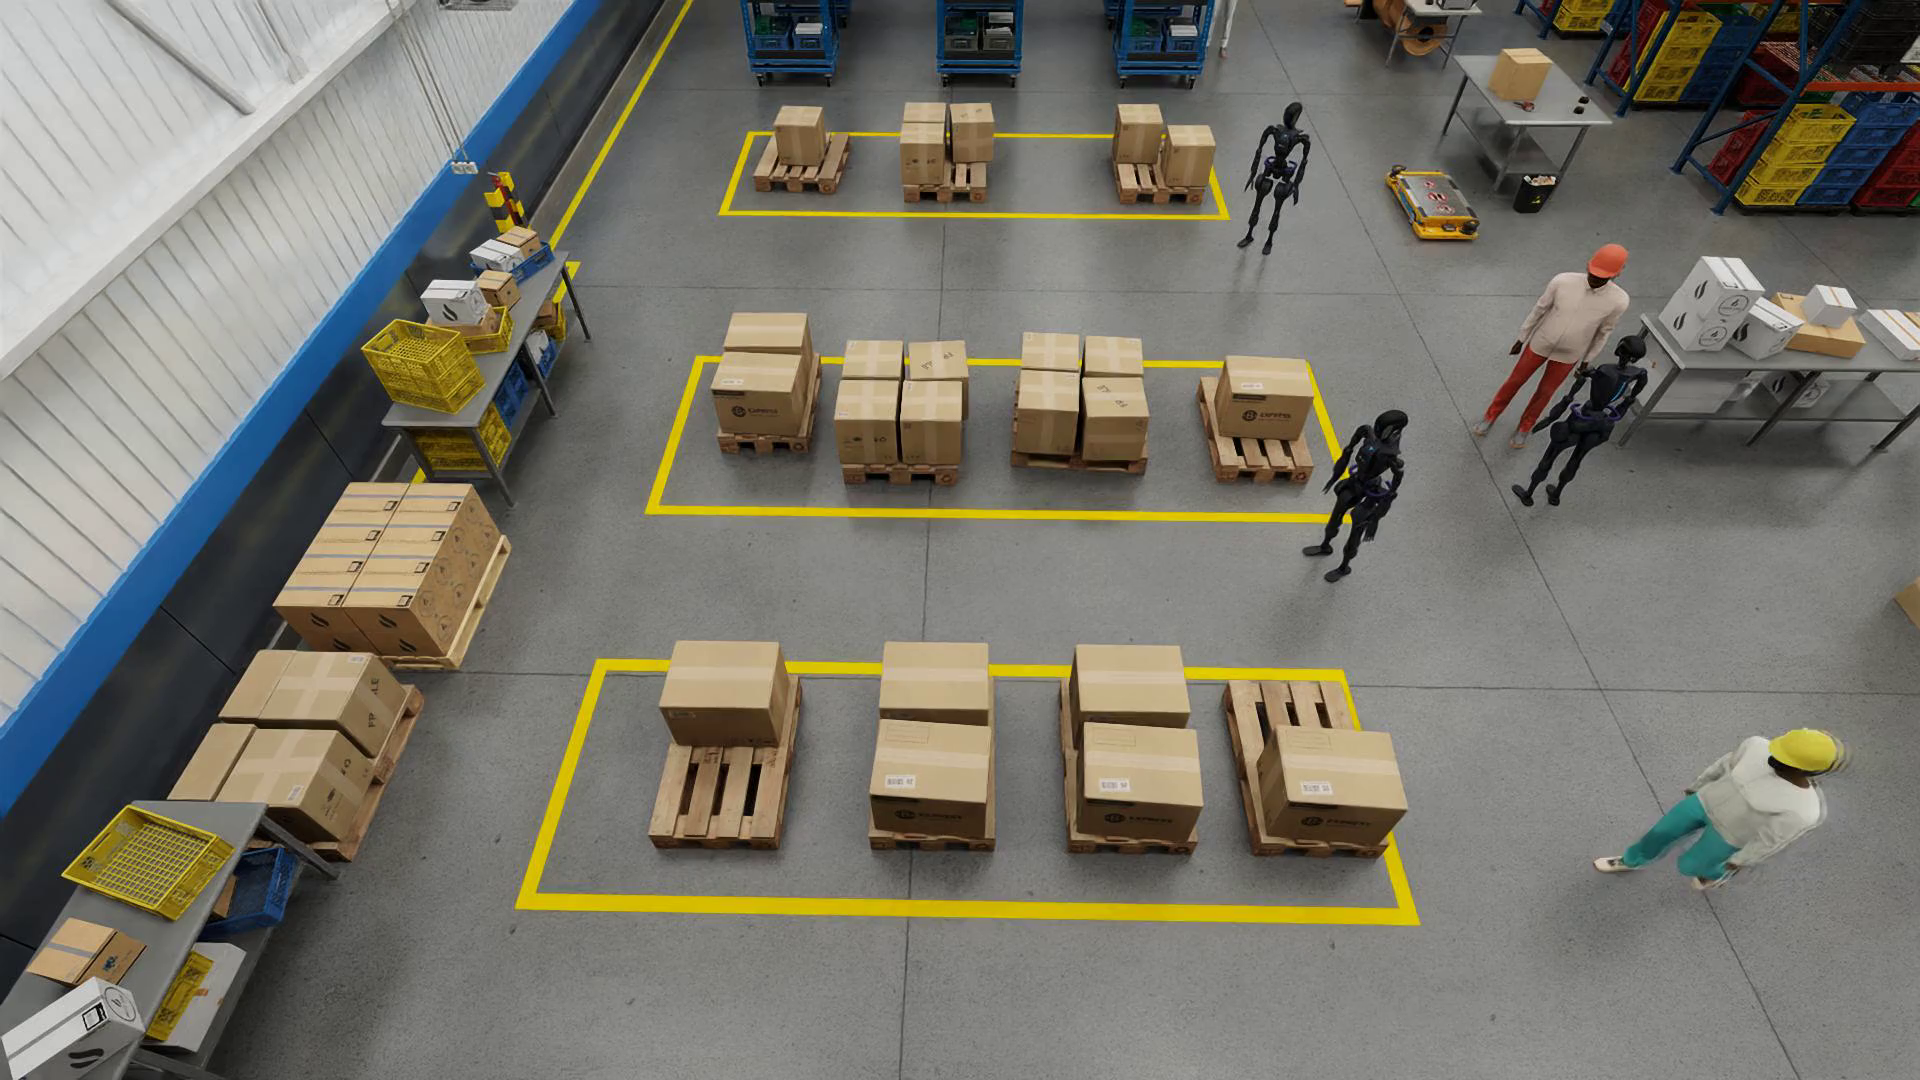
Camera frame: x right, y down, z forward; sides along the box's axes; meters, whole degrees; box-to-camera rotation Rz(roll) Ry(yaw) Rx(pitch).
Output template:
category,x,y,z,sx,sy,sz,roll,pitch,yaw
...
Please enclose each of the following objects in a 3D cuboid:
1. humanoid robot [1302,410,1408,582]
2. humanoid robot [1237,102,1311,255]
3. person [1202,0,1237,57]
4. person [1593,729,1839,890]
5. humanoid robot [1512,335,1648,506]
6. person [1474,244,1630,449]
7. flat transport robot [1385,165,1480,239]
category,x,y,z,sx,sy,sz,roll,pitch,yaw
humanoid robot,2.996,-0.326,6.874,0.325,1.657,0.596,-15,51,-13
humanoid robot,3.440,-3.928,9.993,0.609,1.656,0.315,25,54,20
person,3.950,-8.168,13.534,0.586,1.882,0.343,8,50,7
person,4.377,1.570,5.192,0.558,1.747,0.534,-3,49,-2
humanoid robot,5.032,-0.949,7.412,0.587,1.660,0.326,2,49,1
person,5.060,-1.623,7.799,0.621,1.989,0.397,28,55,22
flat transport robot,5.692,-4.094,11.059,0.652,0.197,1.431,1,49,1
